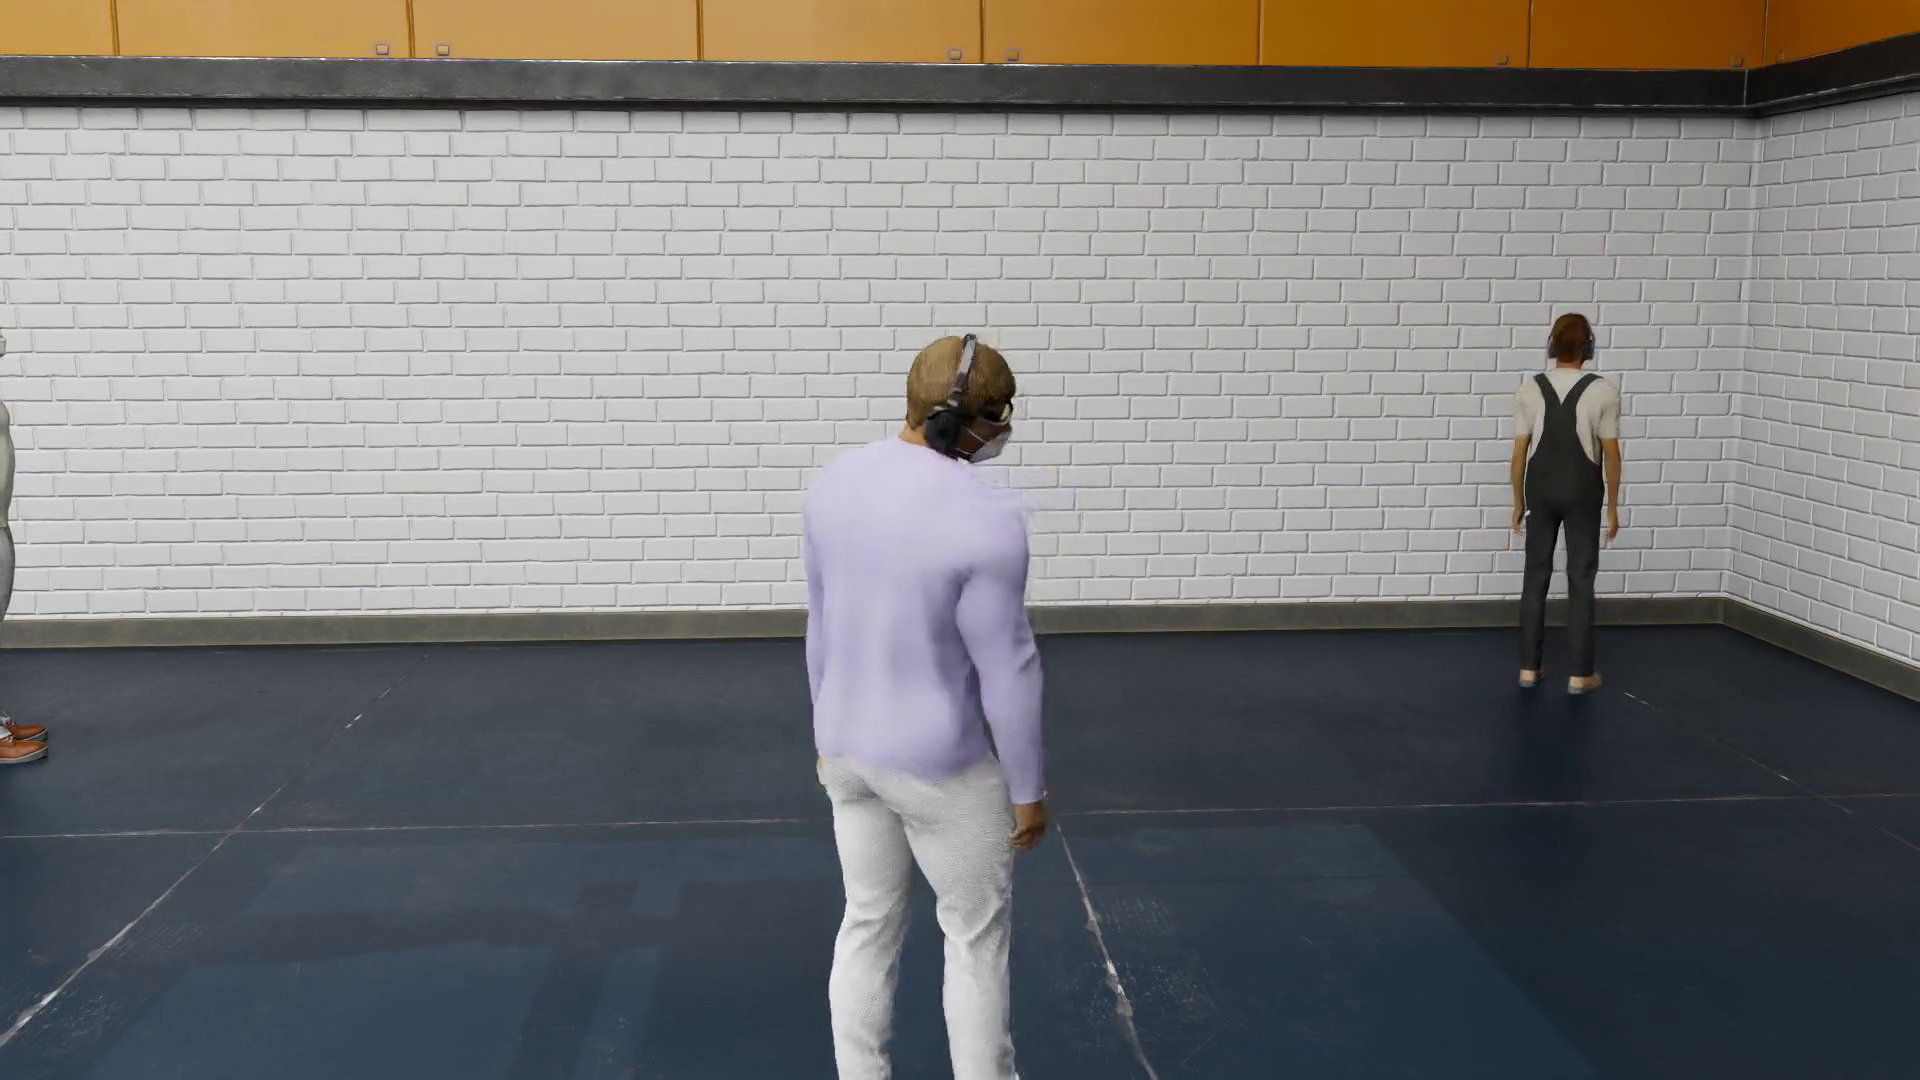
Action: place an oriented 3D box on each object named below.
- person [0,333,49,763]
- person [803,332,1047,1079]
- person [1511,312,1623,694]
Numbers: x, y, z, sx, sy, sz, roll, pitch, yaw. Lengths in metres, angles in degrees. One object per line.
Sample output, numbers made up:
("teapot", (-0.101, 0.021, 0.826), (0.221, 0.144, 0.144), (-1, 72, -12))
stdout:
("person", (-4.079, -0.040, 6.928), (0.362, 1.939, 0.636), (-5, 10, -27))
("person", (-0.077, 0.495, 3.716), (0.648, 1.906, 0.477), (8, 12, 40))
("person", (2.941, -0.177, 8.088), (0.511, 1.843, 0.325), (6, 11, 31))
